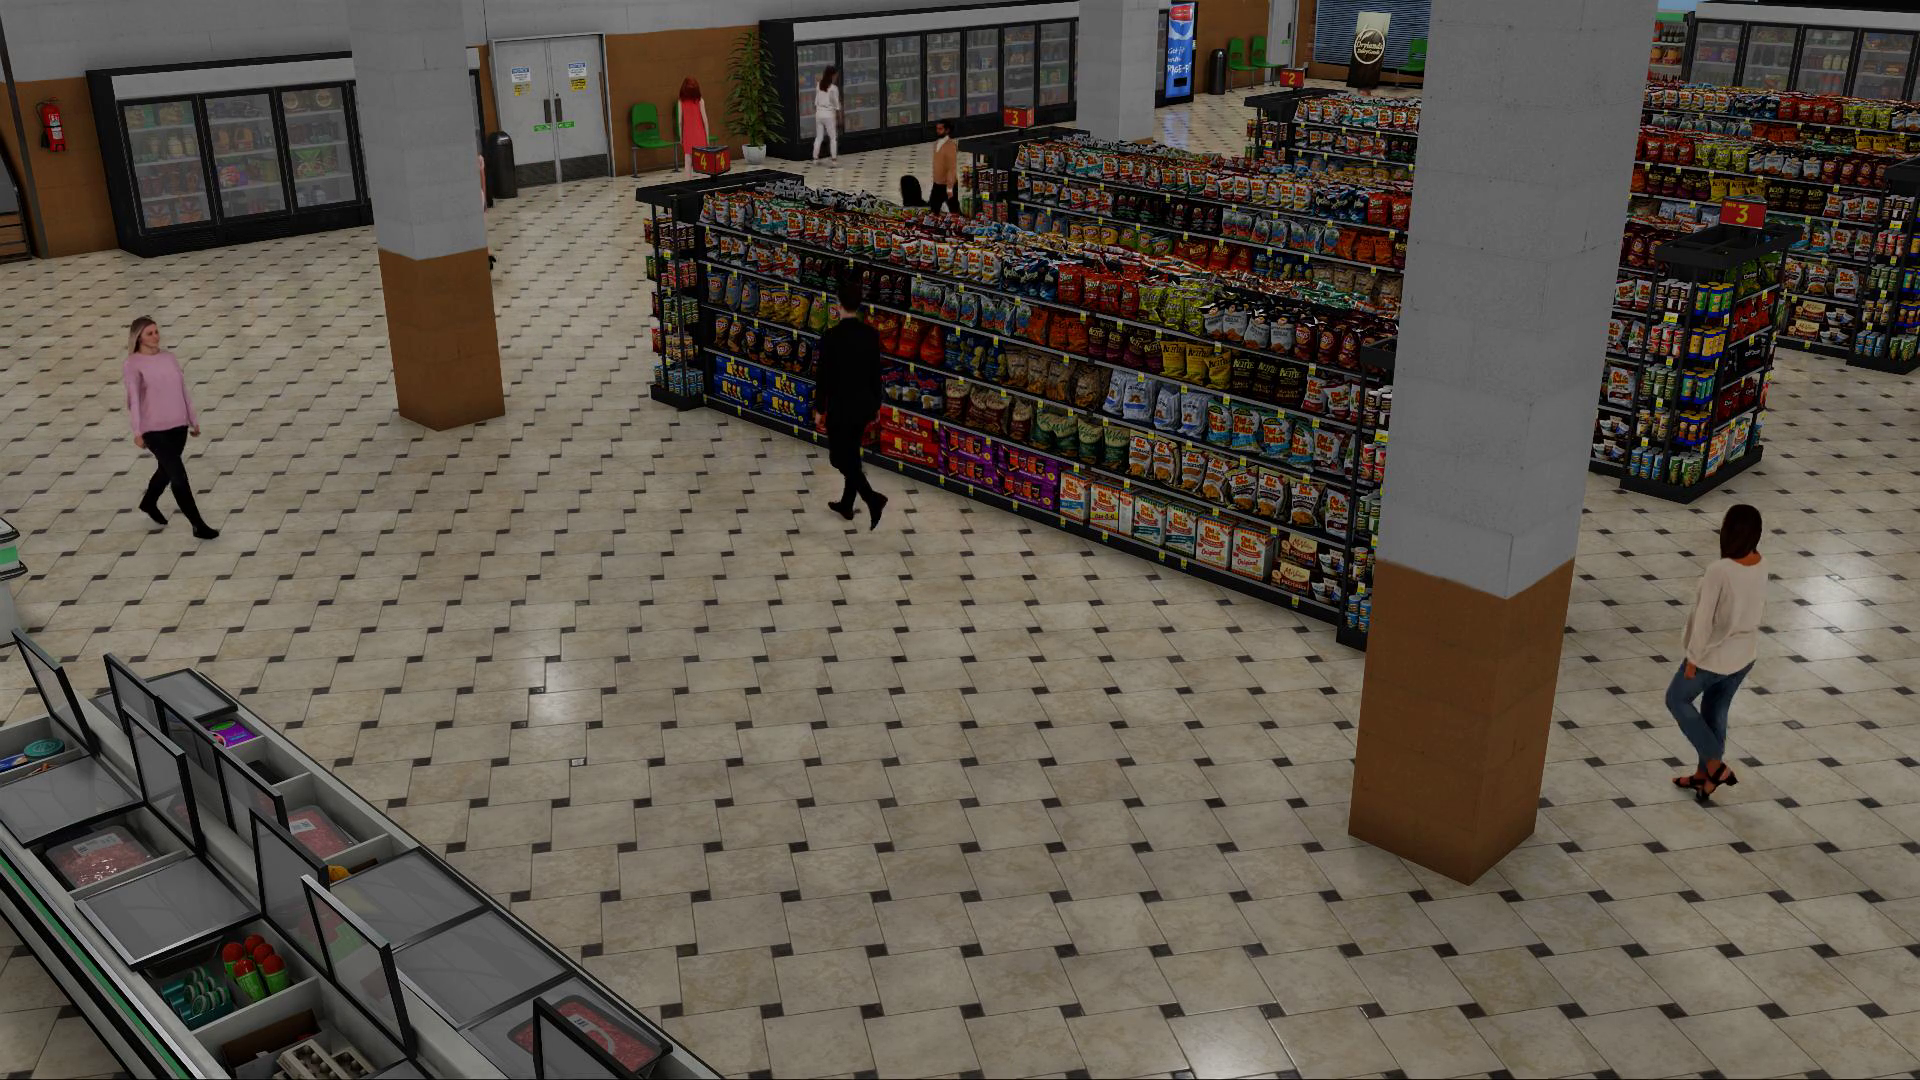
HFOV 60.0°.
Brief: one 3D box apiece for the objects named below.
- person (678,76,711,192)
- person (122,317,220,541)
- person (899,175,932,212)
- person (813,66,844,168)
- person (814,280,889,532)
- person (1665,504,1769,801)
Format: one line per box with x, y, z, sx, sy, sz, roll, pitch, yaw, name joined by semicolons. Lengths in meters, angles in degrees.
-4.042;-6.108;25.267;0.646;1.828;0.731;2;22;6;person
-5.975;-0.828;12.364;1.183;1.651;0.847;11;24;24;person
-0.377;-2.935;17.542;1.235;1.700;0.898;11;24;26;person
-2.222;-7.118;28.016;0.611;1.653;0.781;7;23;16;person
-0.794;-0.972;12.430;0.757;1.870;1.076;-16;27;-34;person
4.031;0.641;8.683;0.747;1.670;0.785;-10;24;-23;person
